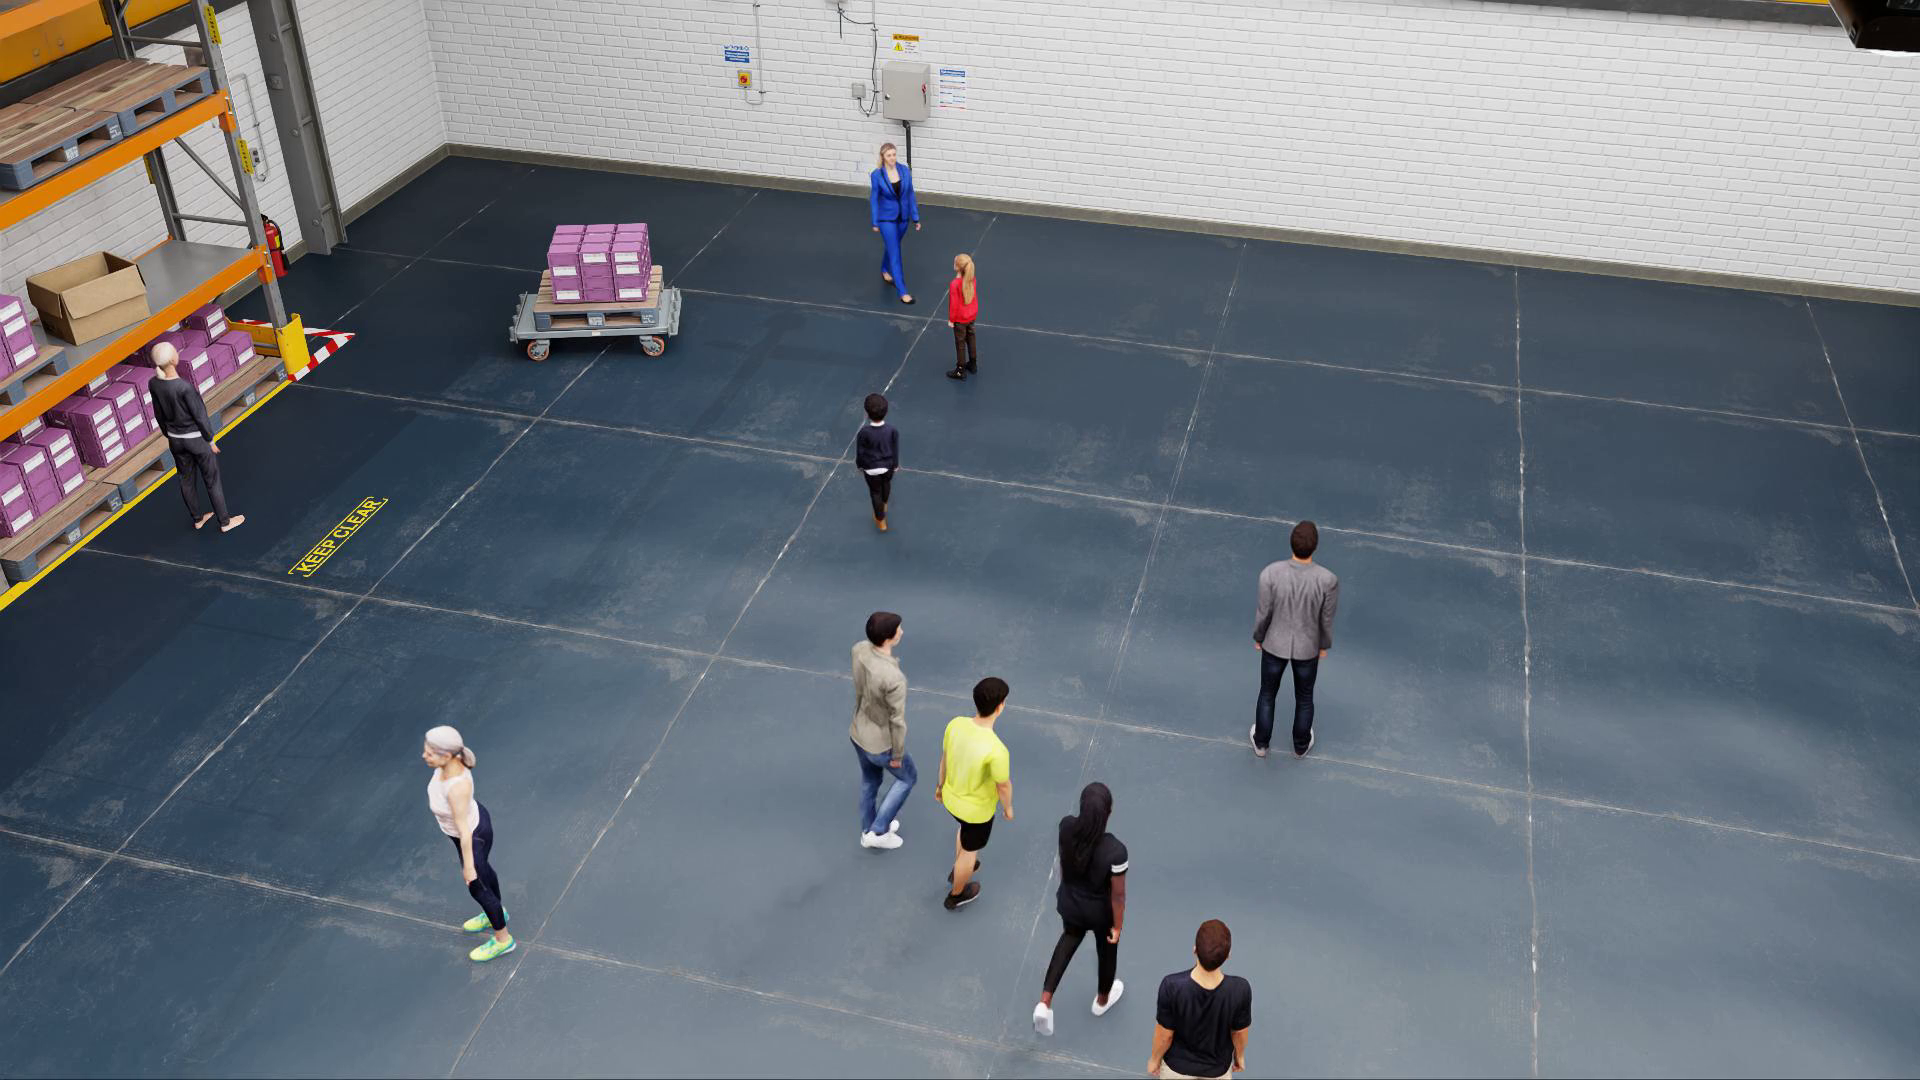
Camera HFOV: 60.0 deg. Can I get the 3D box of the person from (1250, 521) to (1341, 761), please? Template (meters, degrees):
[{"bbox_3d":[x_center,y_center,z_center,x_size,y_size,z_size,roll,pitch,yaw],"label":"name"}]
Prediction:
[{"bbox_3d":[2.243,0.693,11.225,0.691,1.874,0.603,6,34,10],"label":"person"}]

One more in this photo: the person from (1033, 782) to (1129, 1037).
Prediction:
[{"bbox_3d":[0.666,2.075,9.272,0.826,1.734,1.040,26,41,33],"label":"person"}]

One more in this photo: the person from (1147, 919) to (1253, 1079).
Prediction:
[{"bbox_3d":[1.195,2.614,8.349,0.698,1.857,0.634,-1,34,-2],"label":"person"}]

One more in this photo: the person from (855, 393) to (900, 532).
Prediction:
[{"bbox_3d":[-0.672,-0.629,13.819,0.715,1.204,0.821,-9,35,-14],"label":"person"}]

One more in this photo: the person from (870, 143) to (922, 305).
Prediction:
[{"bbox_3d":[-0.737,-3.383,17.555,1.119,1.655,1.160,-19,38,-26],"label":"person"}]

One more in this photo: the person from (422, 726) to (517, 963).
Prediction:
[{"bbox_3d":[-2.875,1.751,9.791,0.744,1.698,0.656,-12,36,-18],"label":"person"}]

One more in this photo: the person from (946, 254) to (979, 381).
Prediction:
[{"bbox_3d":[0.033,-2.166,16.062,0.634,1.281,0.545,26,42,33],"label":"person"}]

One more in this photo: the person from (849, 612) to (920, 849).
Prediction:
[{"bbox_3d":[-0.581,1.255,10.400,0.851,1.851,0.834,-26,41,-33],"label":"person"}]

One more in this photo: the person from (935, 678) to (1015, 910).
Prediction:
[{"bbox_3d":[0.012,1.603,10.034,0.788,1.676,0.827,26,42,34],"label":"person"}]

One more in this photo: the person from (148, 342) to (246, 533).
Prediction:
[{"bbox_3d":[-6.343,-0.849,13.677,0.603,1.727,0.516,7,34,11],"label":"person"}]
